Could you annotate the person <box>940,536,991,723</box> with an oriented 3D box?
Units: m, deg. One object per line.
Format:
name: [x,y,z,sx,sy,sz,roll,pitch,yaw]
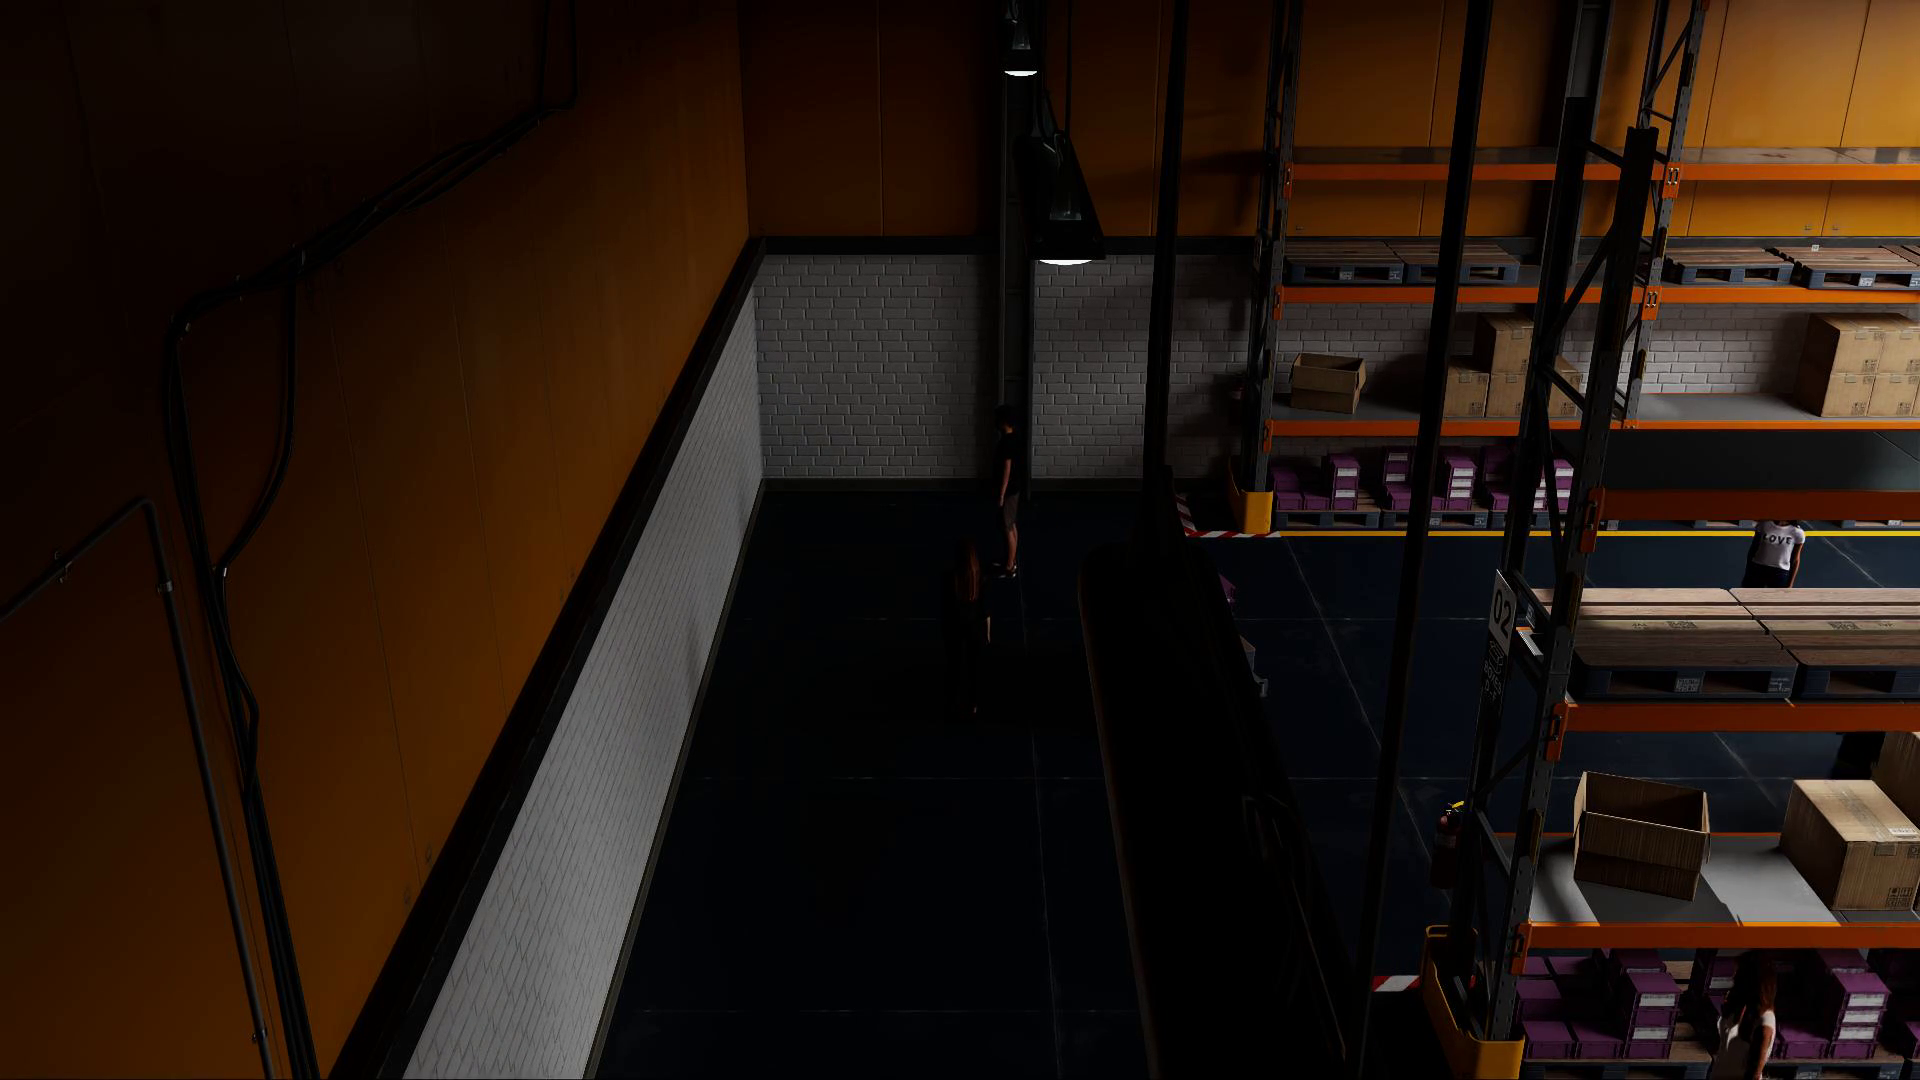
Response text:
person: [0.033,0.784,14.547,0.506,1.709,0.675,3,24,6]

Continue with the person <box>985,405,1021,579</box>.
person: [0.487,-0.523,17.347,0.603,1.861,0.691,3,24,6]
